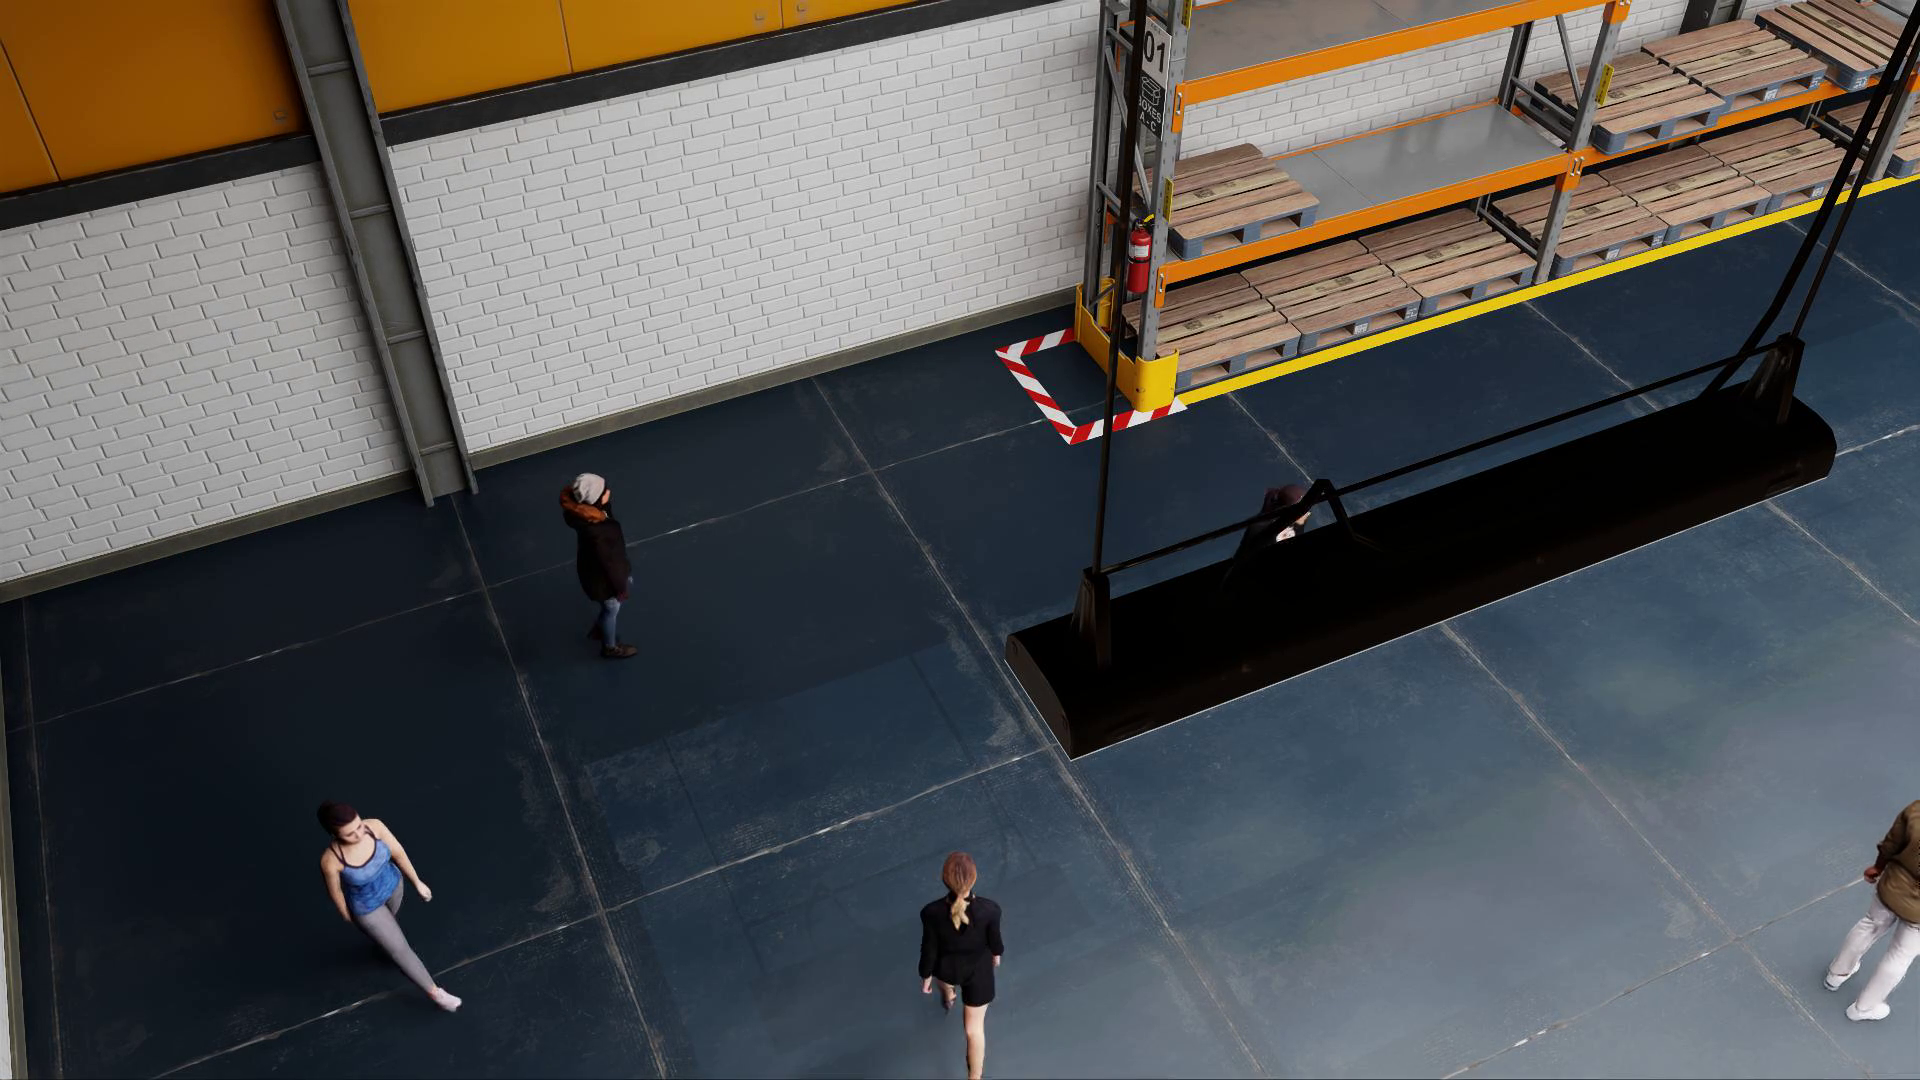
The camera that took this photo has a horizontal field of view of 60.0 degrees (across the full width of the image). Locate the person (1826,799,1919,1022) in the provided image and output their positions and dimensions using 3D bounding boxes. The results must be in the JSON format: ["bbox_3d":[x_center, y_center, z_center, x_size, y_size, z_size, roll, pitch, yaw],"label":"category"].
[{"bbox_3d":[5.102,1.923,8.894,0.593,1.831,0.726,-20,47,-20],"label":"person"}]

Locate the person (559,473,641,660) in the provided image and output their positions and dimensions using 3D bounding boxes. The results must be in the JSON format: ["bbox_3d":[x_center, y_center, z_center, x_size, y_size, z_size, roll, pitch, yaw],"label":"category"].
[{"bbox_3d":[-2.405,0.192,10.861,0.651,1.623,0.666,-12,45,-12],"label":"person"}]

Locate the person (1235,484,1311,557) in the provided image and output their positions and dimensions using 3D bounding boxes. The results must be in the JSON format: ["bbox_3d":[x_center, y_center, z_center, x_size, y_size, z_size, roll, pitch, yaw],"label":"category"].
[{"bbox_3d":[1.907,0.203,10.851,0.695,1.623,0.729,-18,47,-18],"label":"person"}]

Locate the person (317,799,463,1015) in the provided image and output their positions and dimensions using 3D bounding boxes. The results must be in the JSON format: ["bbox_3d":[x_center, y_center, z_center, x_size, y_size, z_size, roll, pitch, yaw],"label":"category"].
[{"bbox_3d":[-3.234,1.911,9.097,0.978,1.569,1.041,24,49,23],"label":"person"}]

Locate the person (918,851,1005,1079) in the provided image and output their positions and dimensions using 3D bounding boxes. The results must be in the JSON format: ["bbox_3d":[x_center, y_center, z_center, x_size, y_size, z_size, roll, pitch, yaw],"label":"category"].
[{"bbox_3d":[0.011,2.303,8.577,1.160,1.718,0.979,-1,44,-1],"label":"person"}]
